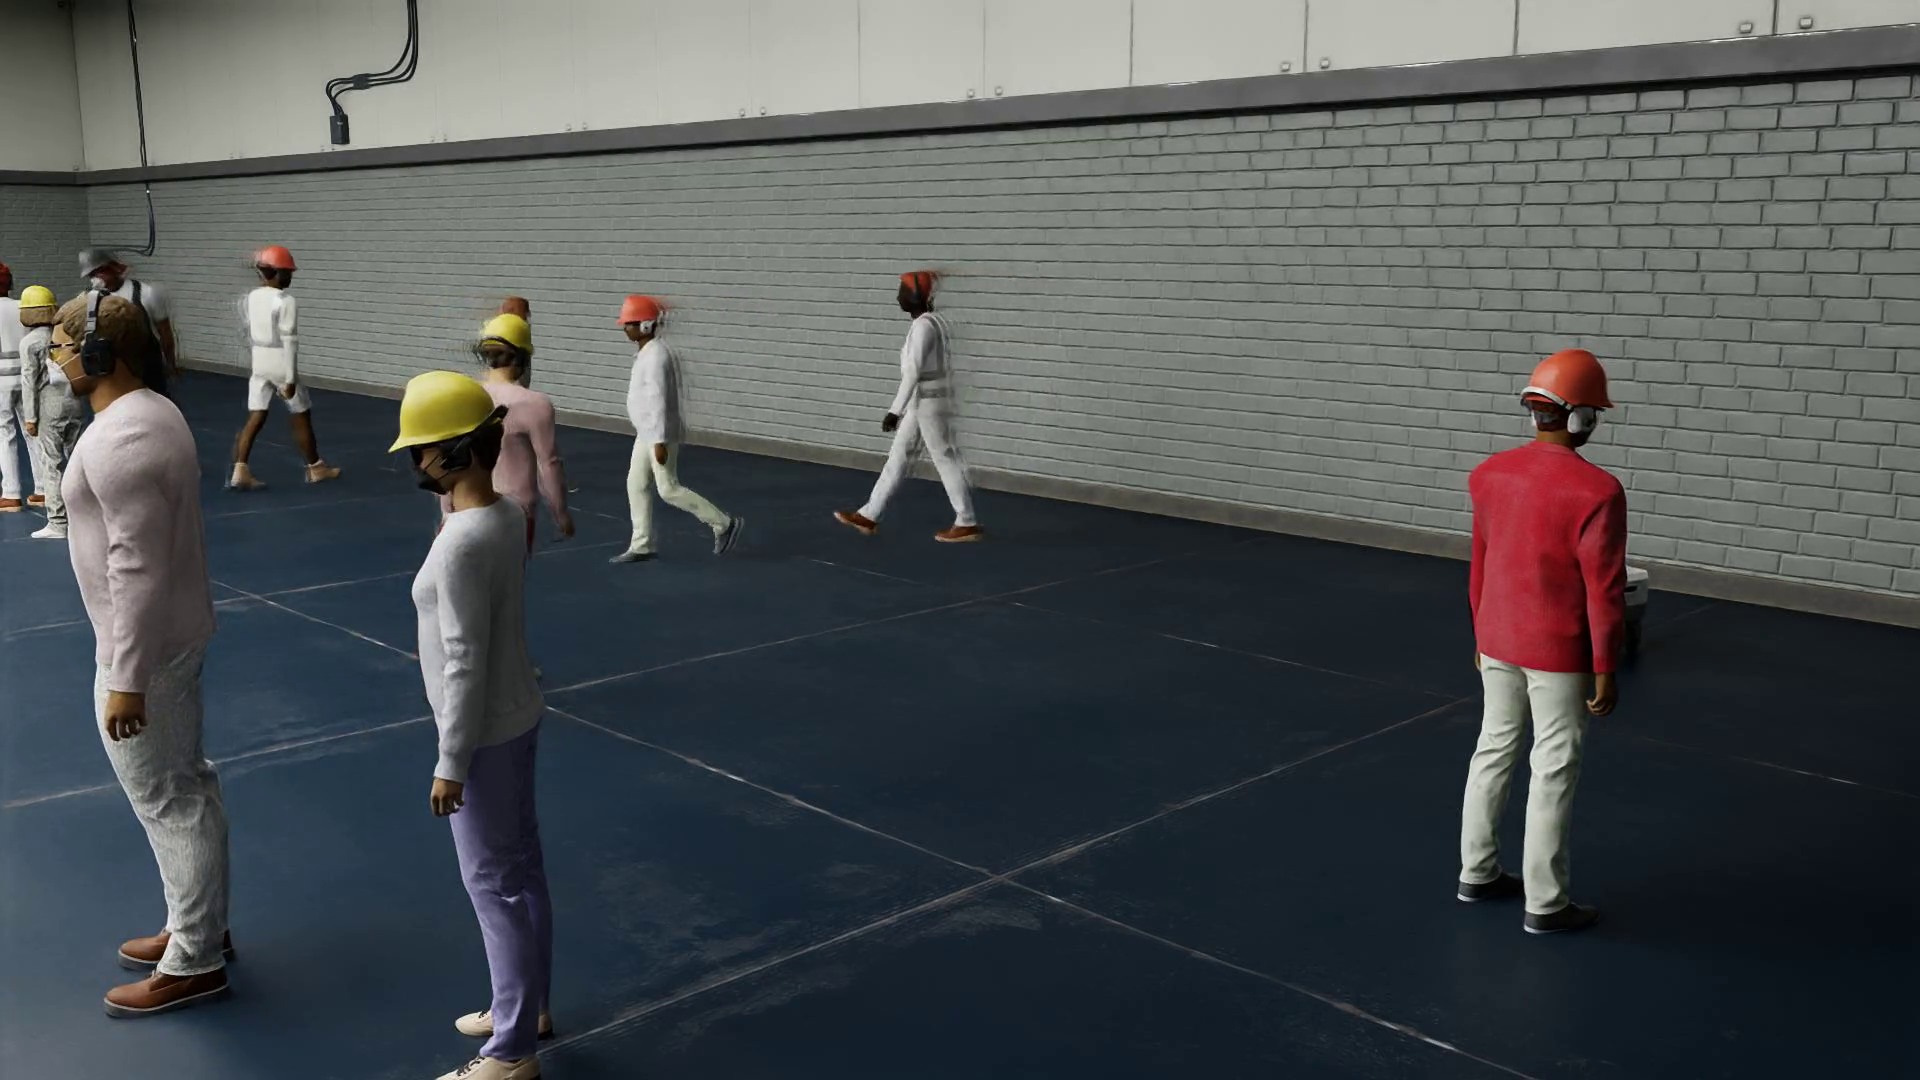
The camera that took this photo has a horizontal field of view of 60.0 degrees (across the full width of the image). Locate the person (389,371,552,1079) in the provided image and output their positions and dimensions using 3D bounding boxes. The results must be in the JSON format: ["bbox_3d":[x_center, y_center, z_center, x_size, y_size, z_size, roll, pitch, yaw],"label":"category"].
[{"bbox_3d":[-1.180,0.470,4.051,0.320,1.763,0.522,-1,10,-3],"label":"person"}]

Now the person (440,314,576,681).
[{"bbox_3d":[-1.962,-0.124,7.369,0.530,1.737,0.741,5,11,24],"label":"person"}]

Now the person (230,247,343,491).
[{"bbox_3d":[-5.626,-1.400,13.658,0.611,1.995,1.058,5,12,25],"label":"person"}]

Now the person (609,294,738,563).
[{"bbox_3d":[-1.831,-0.696,10.531,0.755,1.722,0.573,-4,11,-21],"label":"person"}]

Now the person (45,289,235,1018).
[{"bbox_3d":[-2.185,0.304,4.466,0.355,1.937,0.635,-3,11,-18],"label":"person"}]

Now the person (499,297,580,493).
[{"bbox_3d":[-3.539,-1.126,13.212,0.869,1.591,0.495,1,10,8],"label":"person"}]

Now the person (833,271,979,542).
[{"bbox_3d":[-0.340,-0.884,11.224,1.017,1.823,0.584,-1,10,-5],"label":"person"}]

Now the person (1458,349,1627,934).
[{"bbox_3d":[1.774,0.300,5.017,0.349,1.743,0.568,-5,12,-27],"label":"person"}]

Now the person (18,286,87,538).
[{"bbox_3d":[-6.263,-0.877,11.471,0.320,1.737,0.483,3,11,17],"label":"person"}]

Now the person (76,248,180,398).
[{"bbox_3d":[-6.869,-1.471,13.867,0.846,2.000,0.535,-5,11,-24],"label":"person"}]

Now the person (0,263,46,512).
[{"bbox_3d":[-7.183,-1.156,12.572,0.337,1.882,0.585,5,12,27],"label":"person"}]
